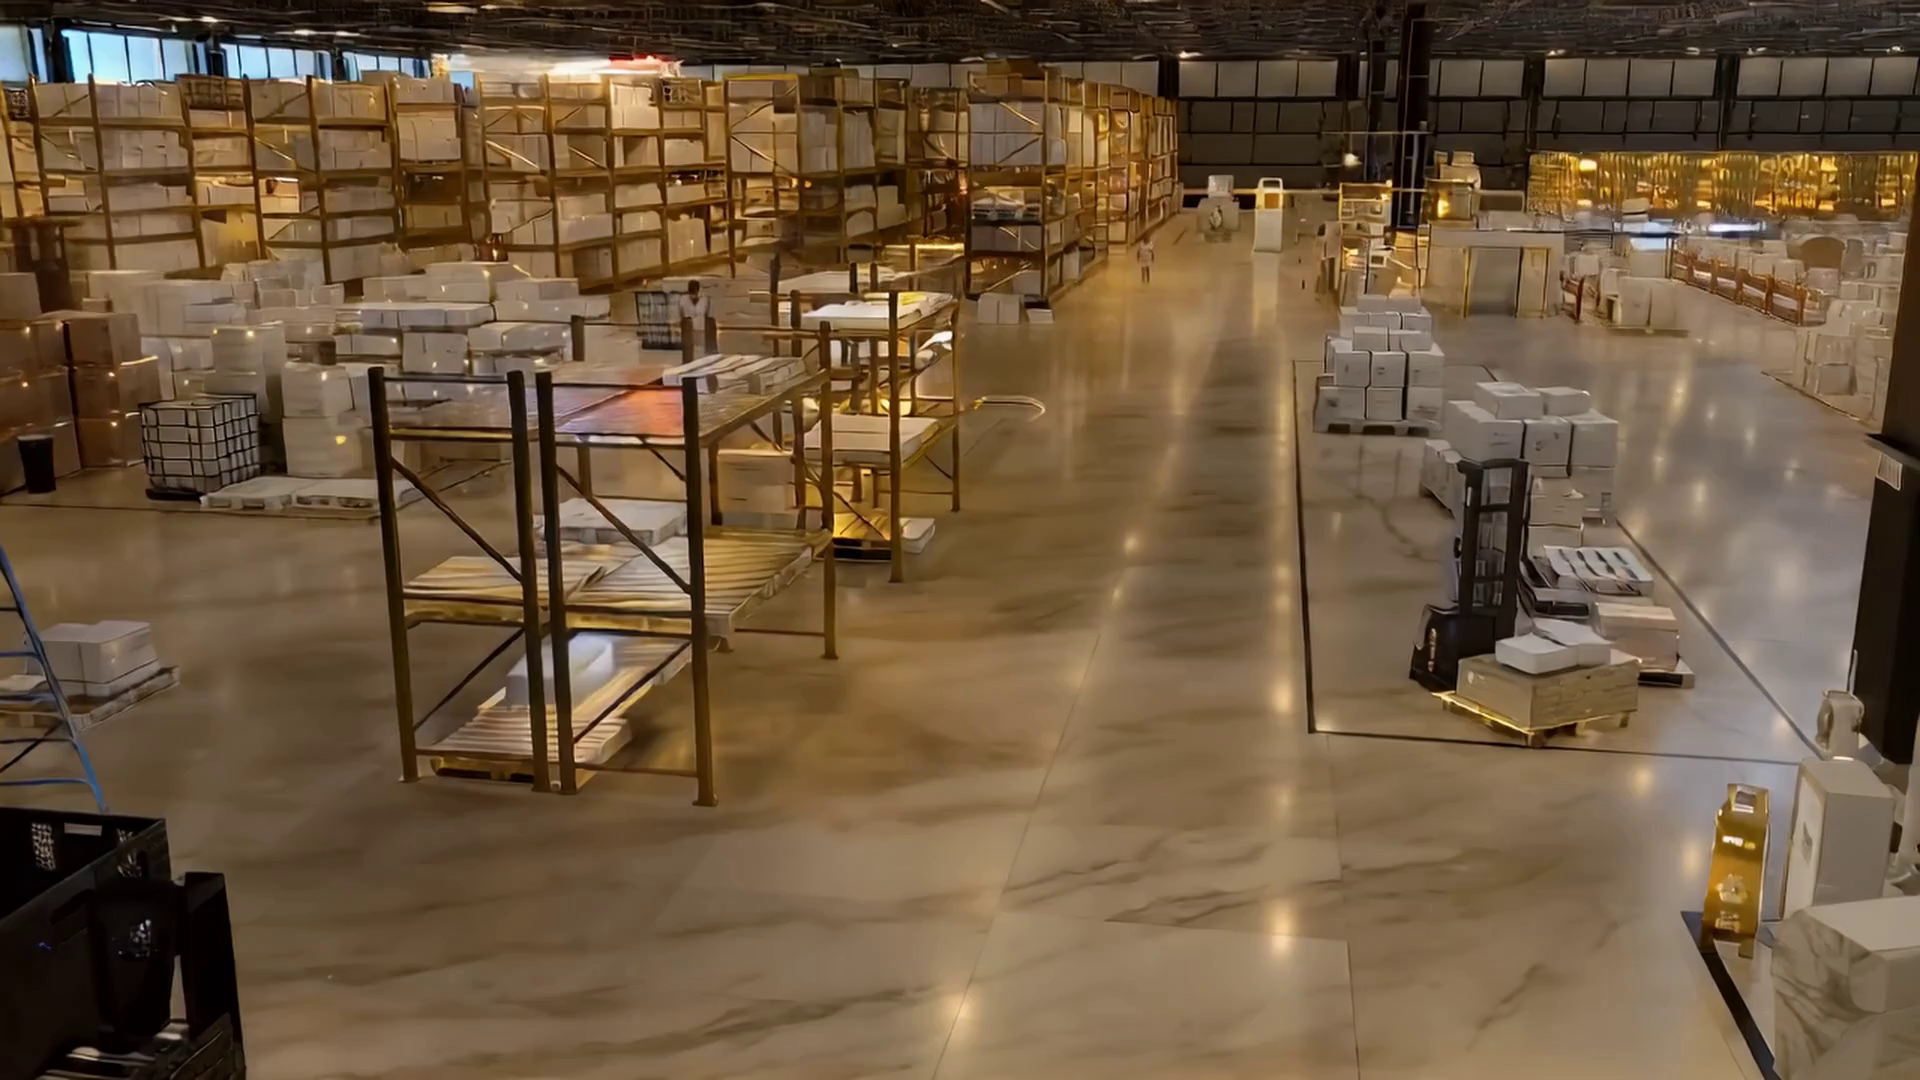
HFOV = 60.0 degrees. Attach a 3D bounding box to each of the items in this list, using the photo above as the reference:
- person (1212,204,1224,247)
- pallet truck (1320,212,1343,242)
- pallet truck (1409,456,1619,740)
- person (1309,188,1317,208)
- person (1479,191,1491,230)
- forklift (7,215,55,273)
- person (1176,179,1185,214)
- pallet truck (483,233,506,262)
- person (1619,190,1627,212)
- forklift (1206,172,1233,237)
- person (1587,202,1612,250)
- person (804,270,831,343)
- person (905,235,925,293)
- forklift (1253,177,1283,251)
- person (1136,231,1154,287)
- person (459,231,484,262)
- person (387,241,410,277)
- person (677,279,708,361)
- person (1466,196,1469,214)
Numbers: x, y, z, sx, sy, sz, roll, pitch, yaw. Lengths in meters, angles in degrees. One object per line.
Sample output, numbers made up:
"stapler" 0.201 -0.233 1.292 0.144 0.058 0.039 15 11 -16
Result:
"person" 10.396 -12.676 67.101 0.531 1.698 0.320 -11 17 -37
"pallet truck" 15.874 -13.227 70.310 0.680 1.201 1.601 10 17 35
"pallet truck" 4.504 0.400 13.395 0.823 1.965 1.885 -6 15 -23
"person" 18.333 -17.376 86.203 0.952 1.689 0.485 2 14 9
"person" 24.696 -15.510 78.317 0.634 1.860 1.028 -7 15 -26
"forklift" -19.961 -5.607 35.969 1.873 2.768 1.129 2 14 10
"person" 12.364 -19.246 93.289 0.551 1.933 0.369 11 18 38
"pallet truck" -11.832 -7.026 43.548 1.885 1.965 0.823 8 16 28
"person" 33.669 -17.038 84.542 0.403 1.828 0.595 -2 14 -9
"forklift" 11.528 -14.833 73.427 1.129 2.768 1.873 3 14 10
"person" 25.073 -12.285 65.133 0.999 1.880 0.632 2 14 9
"person" -3.128 -5.180 36.767 0.897 1.646 0.548 11 17 37
"person" -1.186 -7.101 44.053 0.555 1.910 0.892 -3 14 -14
"forklift" 12.083 -12.747 64.956 1.129 2.768 1.873 3 14 10
"person" 5.553 -8.448 49.967 0.547 1.683 0.379 3 14 12
"person" -13.400 -7.534 45.742 0.638 1.922 0.927 0 14 0
"person" -14.128 -6.558 41.833 0.643 1.909 0.411 4 14 16
"person" -5.009 -3.948 31.246 0.584 1.908 0.389 -8 16 -28
"person" 22.109 -14.209 73.047 0.589 1.834 0.403 5 15 19
